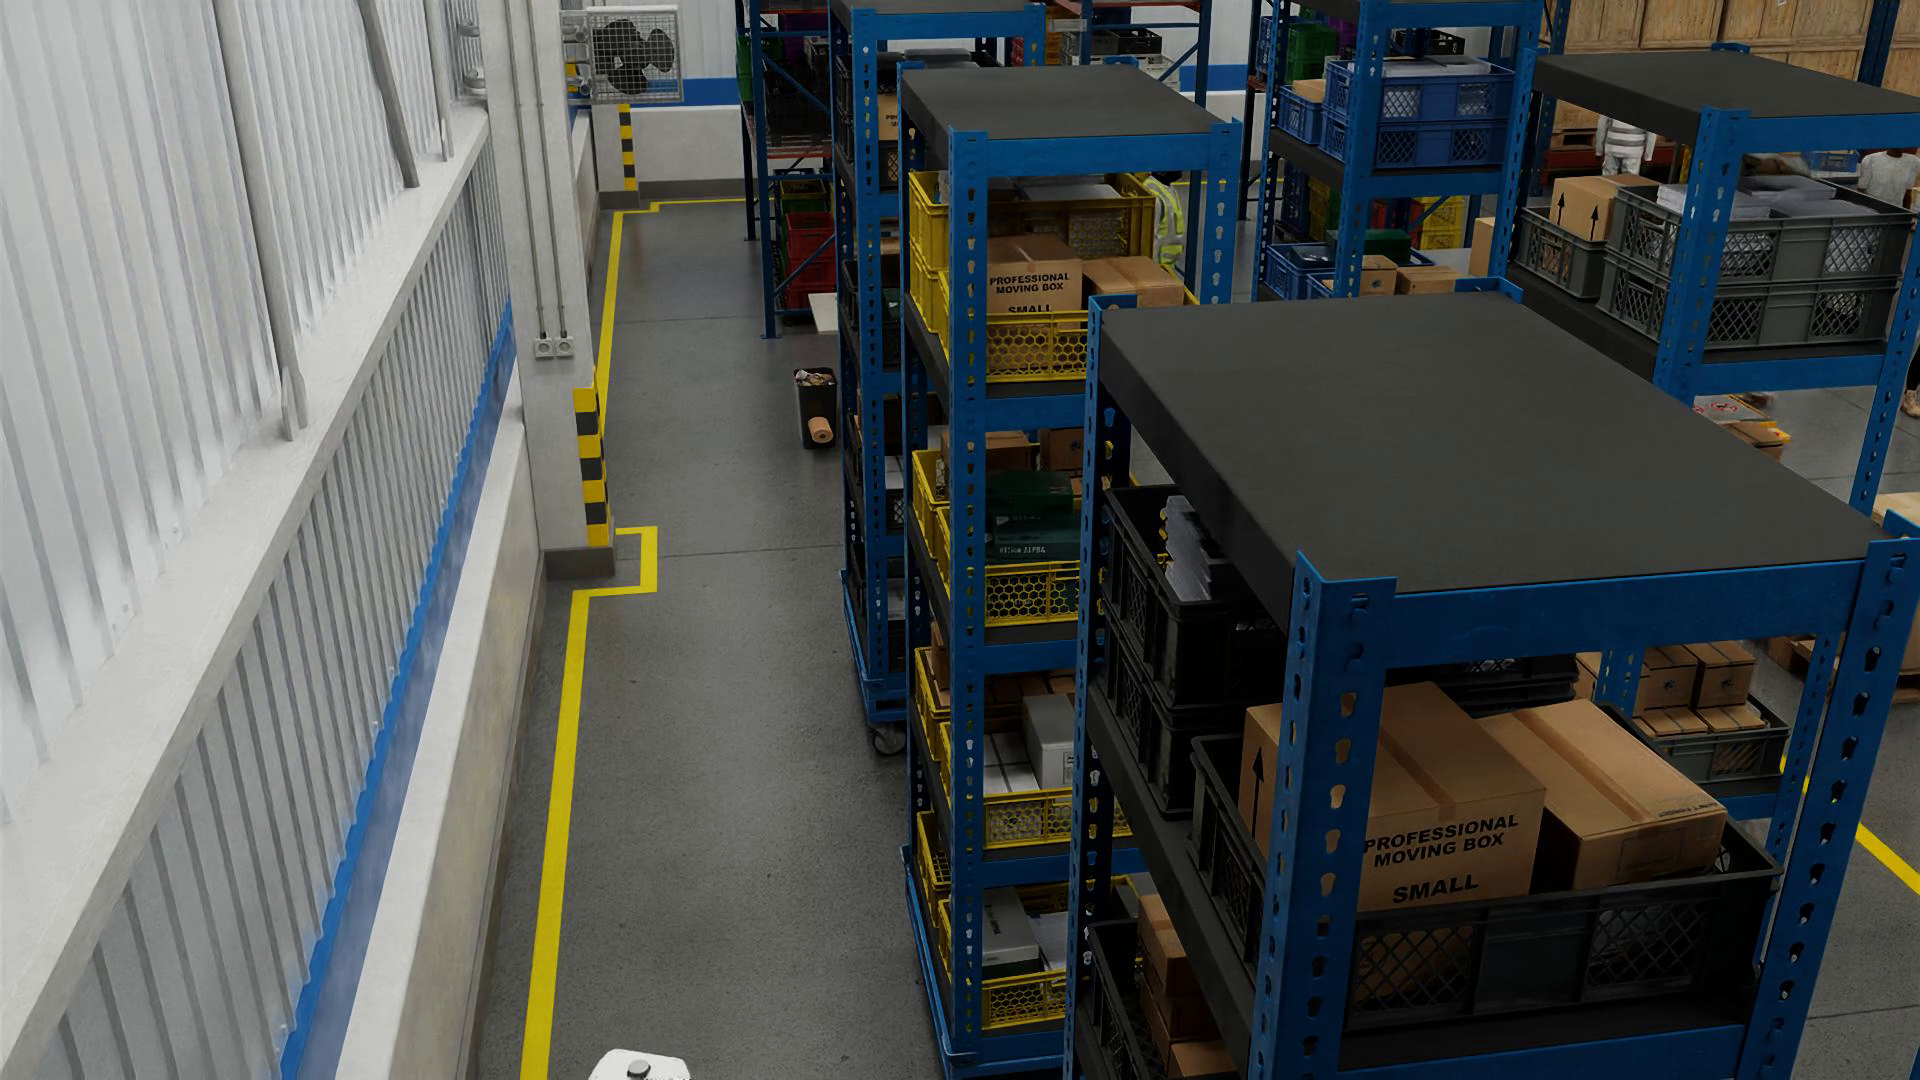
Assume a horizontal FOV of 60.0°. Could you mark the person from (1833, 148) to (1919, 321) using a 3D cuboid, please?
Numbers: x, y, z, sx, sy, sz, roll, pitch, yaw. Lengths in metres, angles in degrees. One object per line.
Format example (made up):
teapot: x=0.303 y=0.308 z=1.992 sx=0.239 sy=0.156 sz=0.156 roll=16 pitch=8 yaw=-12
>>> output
person: x=7.809 y=-2.663 z=14.172 sx=0.520 sy=1.862 sz=0.318 roll=1 pitch=25 yaw=2

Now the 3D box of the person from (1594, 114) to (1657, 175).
person: x=6.747 y=-3.933 z=16.899 sx=0.587 sy=1.881 sz=0.342 roll=18 pitch=30 yaw=34

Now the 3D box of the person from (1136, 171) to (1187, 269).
person: x=1.571 y=-2.212 z=13.223 sx=0.430 sy=1.836 sz=0.629 roll=6 pitch=25 yaw=14

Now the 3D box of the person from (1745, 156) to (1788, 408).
person: x=5.870 y=-1.942 z=12.552 sx=0.822 sy=1.896 sz=0.639 roll=8 pitch=26 yaw=18

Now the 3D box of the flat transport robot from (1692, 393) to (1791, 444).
flat transport robot: x=5.224 y=-0.859 z=12.132 sx=1.431 sy=0.197 sz=0.652 roll=-4 pitch=25 yaw=-8

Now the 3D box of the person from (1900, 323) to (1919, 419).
person: x=7.386 y=-1.741 z=12.353 sx=0.532 sy=1.698 sz=0.319 roll=-7 pitch=25 yaw=-14

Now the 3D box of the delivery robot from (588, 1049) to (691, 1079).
delivery robot: x=-1.147 y=2.000 z=5.473 sx=0.477 sy=0.478 sz=0.707 roll=5 pitch=25 yaw=11
